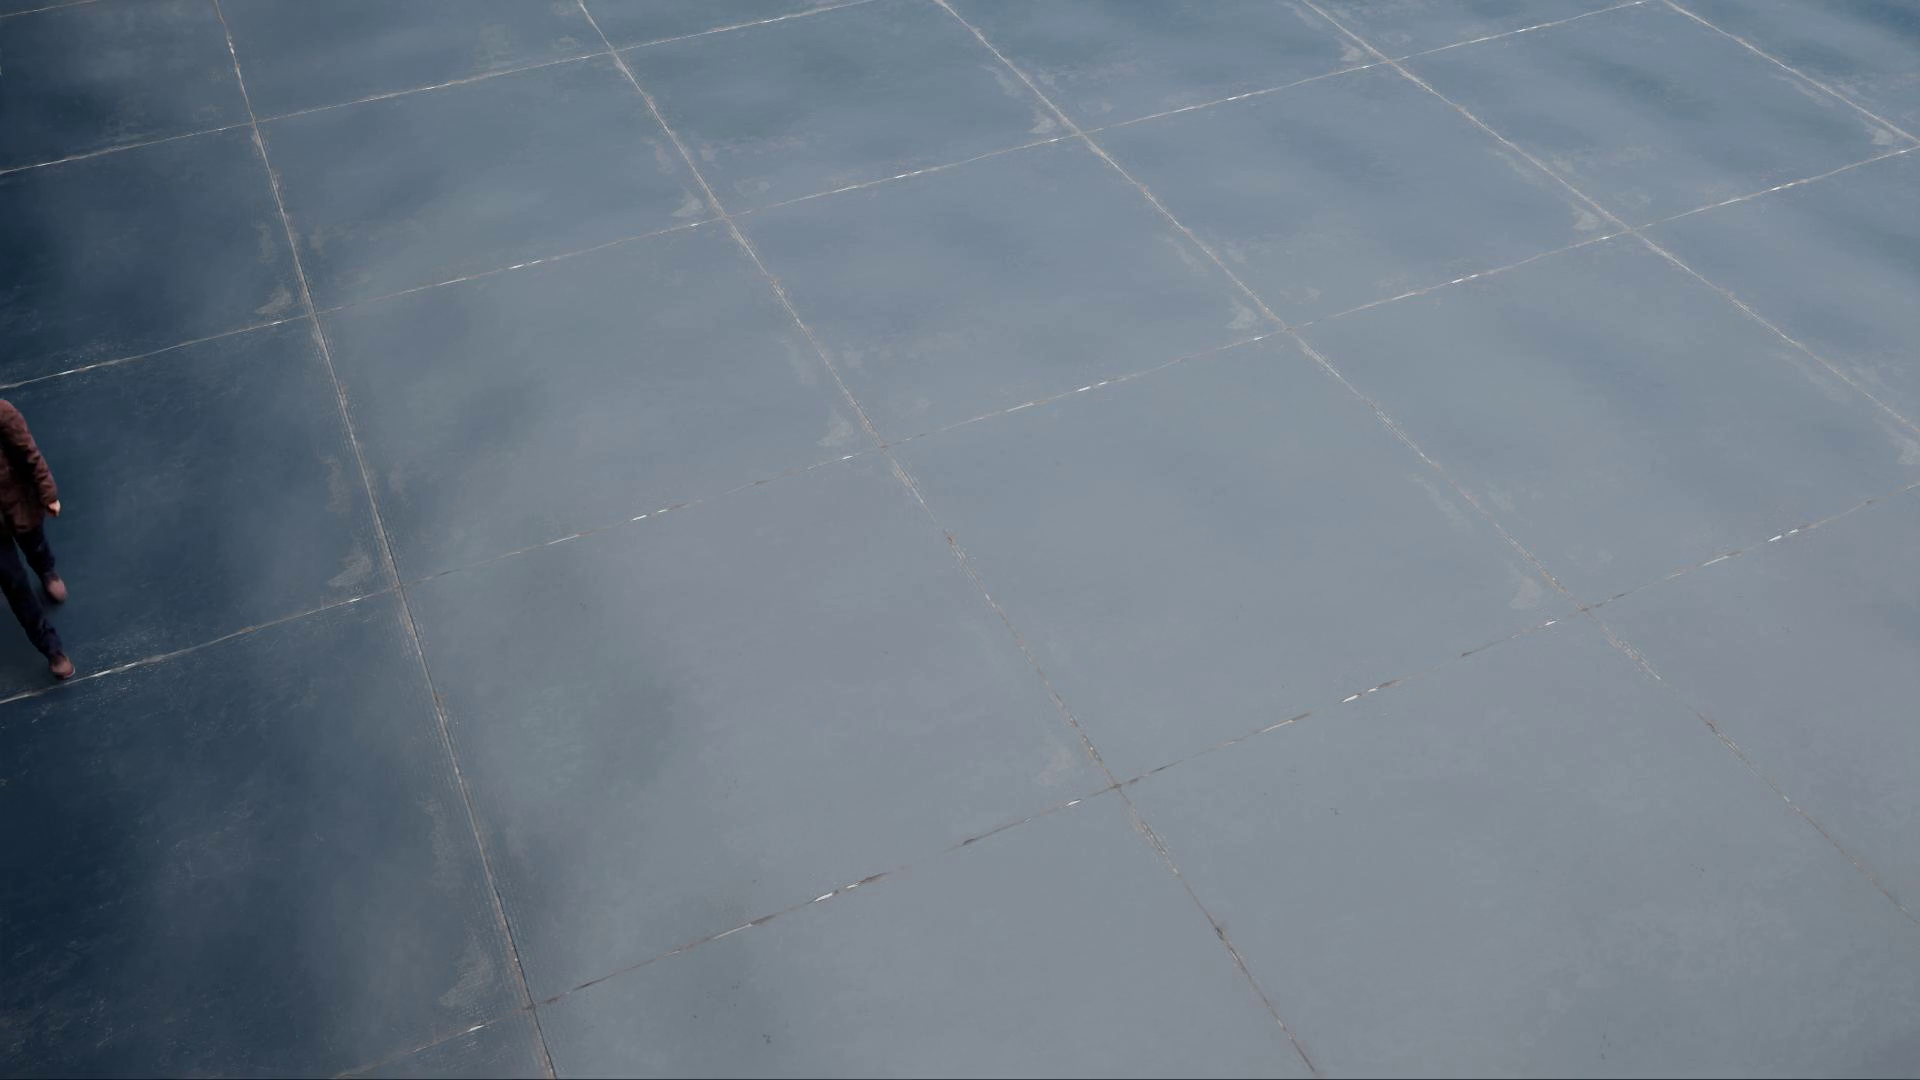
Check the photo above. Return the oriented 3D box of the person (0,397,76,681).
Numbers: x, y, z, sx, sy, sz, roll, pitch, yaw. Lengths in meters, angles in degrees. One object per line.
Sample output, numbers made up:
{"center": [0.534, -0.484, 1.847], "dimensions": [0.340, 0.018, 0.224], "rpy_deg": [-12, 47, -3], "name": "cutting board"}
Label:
{"center": [-5.023, -0.213, 8.653], "dimensions": [0.912, 1.799, 1.274], "rpy_deg": [-26, 48, -25], "name": "person"}
